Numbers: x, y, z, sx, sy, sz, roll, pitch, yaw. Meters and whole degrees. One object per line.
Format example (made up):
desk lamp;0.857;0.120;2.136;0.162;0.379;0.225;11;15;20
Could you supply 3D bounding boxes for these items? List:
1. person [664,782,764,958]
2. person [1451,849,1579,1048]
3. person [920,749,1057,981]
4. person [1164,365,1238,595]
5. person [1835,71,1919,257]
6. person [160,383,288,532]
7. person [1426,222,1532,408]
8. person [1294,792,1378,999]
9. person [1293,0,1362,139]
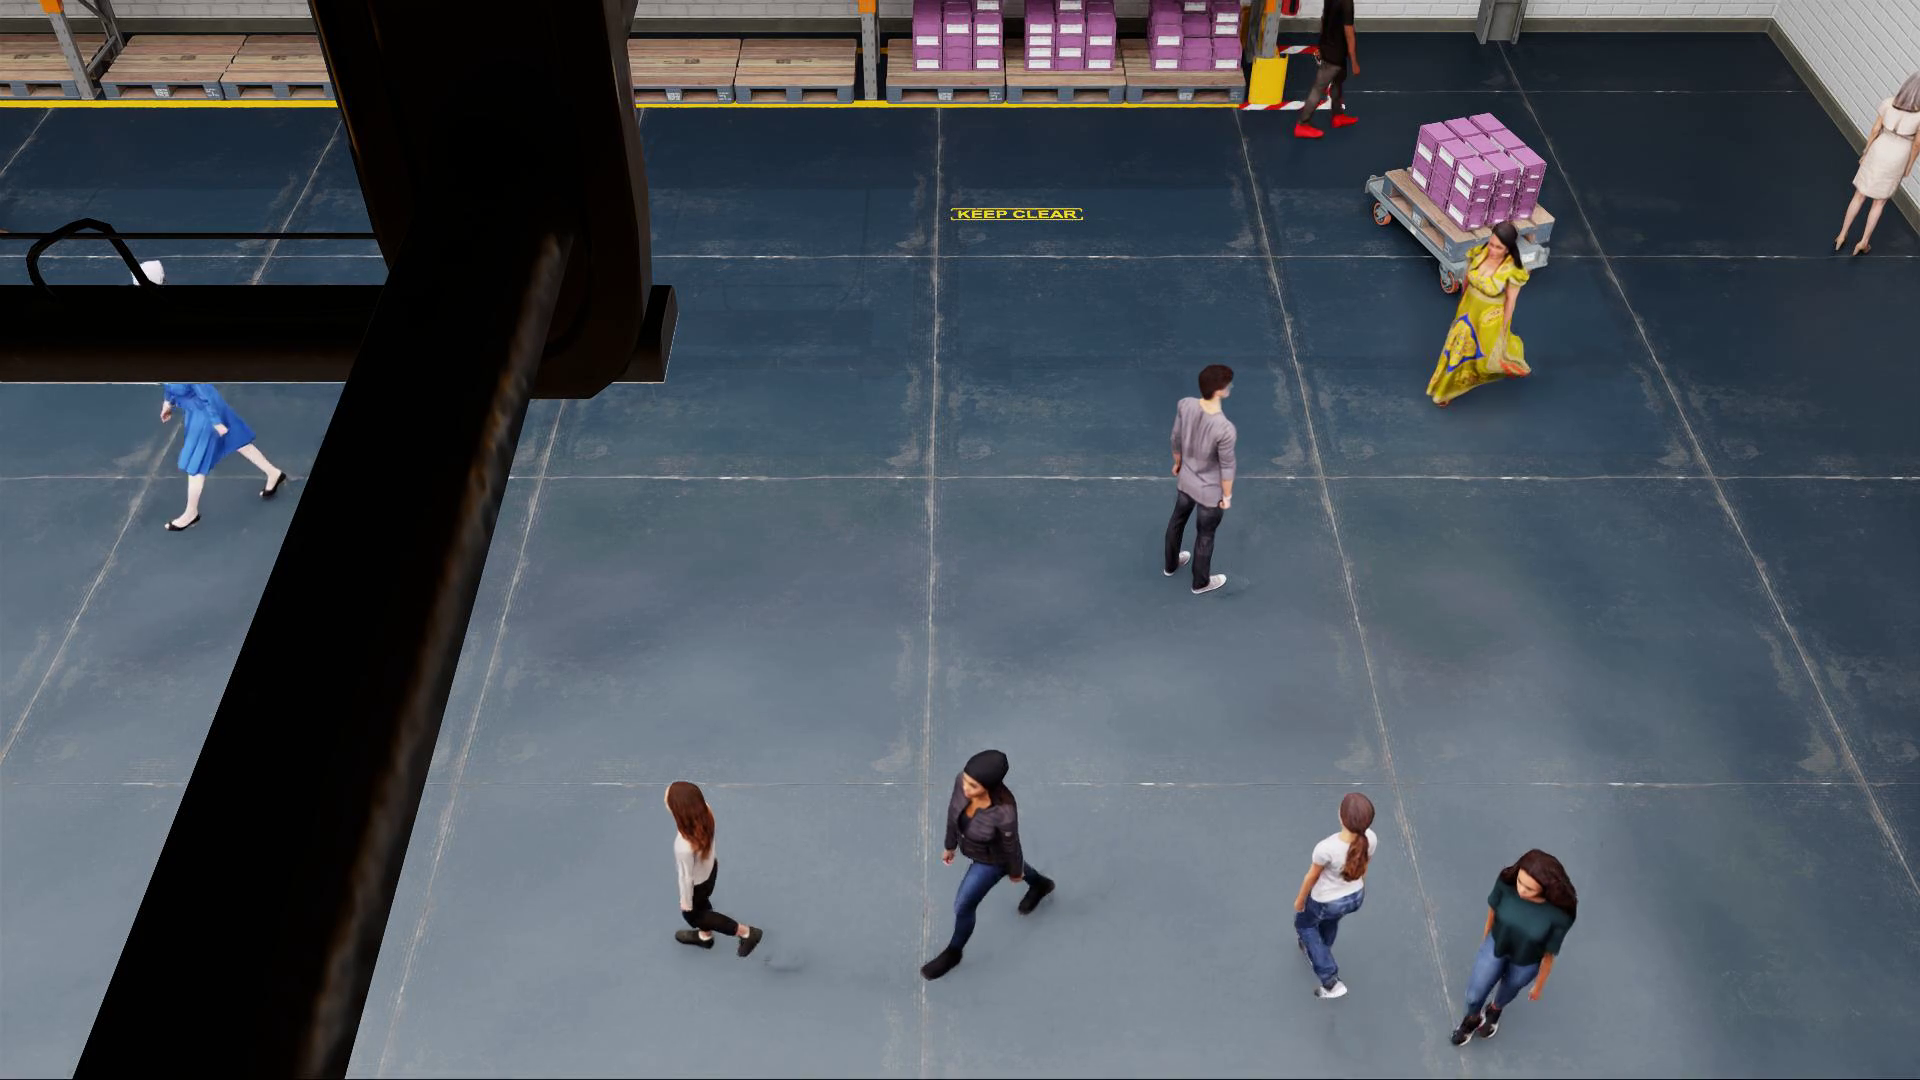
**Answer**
person;-1.395;1.868;9.237;0.798;1.472;0.607;5;44;5
person;2.995;2.131;8.869;0.720;1.600;0.789;25;49;24
person;0.215;1.702;9.248;1.256;1.698;1.051;-27;50;-25
person;1.651;-0.420;11.364;0.768;1.851;0.736;-31;52;-28
person;8.036;-3.266;14.435;0.674;1.736;0.745;31;52;29
person;-5.313;-0.902;11.933;1.210;1.765;1.008;-26;49;-24
person;4.129;-1.786;12.952;1.302;1.639;1.229;-32;52;-29
person;2.069;1.977;9.069;0.789;1.548;0.765;-15;46;-15
person;3.460;-4.641;15.845;0.952;1.783;0.733;-4;44;-4
